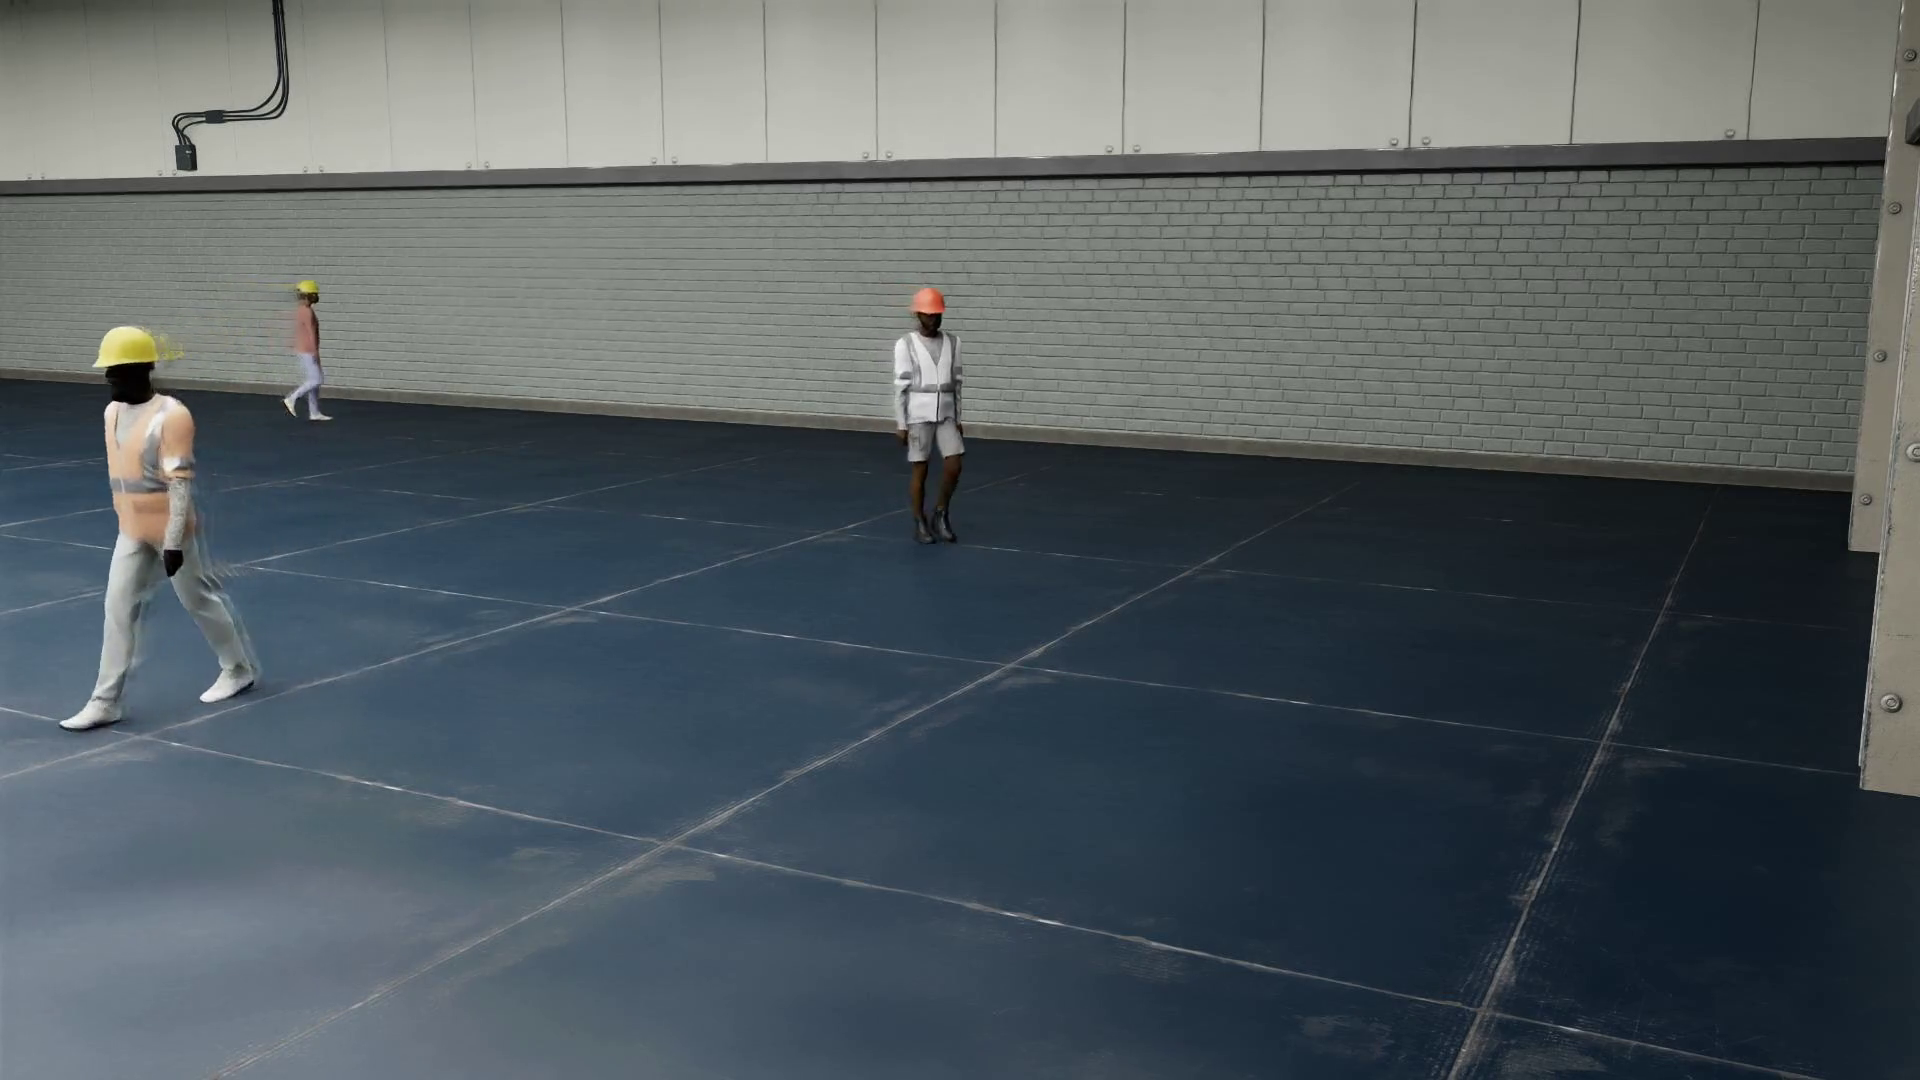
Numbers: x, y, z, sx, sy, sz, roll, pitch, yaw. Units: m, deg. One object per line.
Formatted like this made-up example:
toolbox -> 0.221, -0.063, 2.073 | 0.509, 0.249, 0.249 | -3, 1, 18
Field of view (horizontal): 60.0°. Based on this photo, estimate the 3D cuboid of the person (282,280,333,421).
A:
person -> -8.062, -2.320, 20.470 | 0.503, 1.750, 0.536 | -5, 11, -25

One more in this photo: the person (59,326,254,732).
person -> -3.833, -0.077, 7.917 | 0.604, 1.877, 0.984 | 5, 12, 27

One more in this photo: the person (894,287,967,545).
person -> -0.205, -0.904, 12.305 | 0.565, 1.915, 0.510 | -5, 11, -24
